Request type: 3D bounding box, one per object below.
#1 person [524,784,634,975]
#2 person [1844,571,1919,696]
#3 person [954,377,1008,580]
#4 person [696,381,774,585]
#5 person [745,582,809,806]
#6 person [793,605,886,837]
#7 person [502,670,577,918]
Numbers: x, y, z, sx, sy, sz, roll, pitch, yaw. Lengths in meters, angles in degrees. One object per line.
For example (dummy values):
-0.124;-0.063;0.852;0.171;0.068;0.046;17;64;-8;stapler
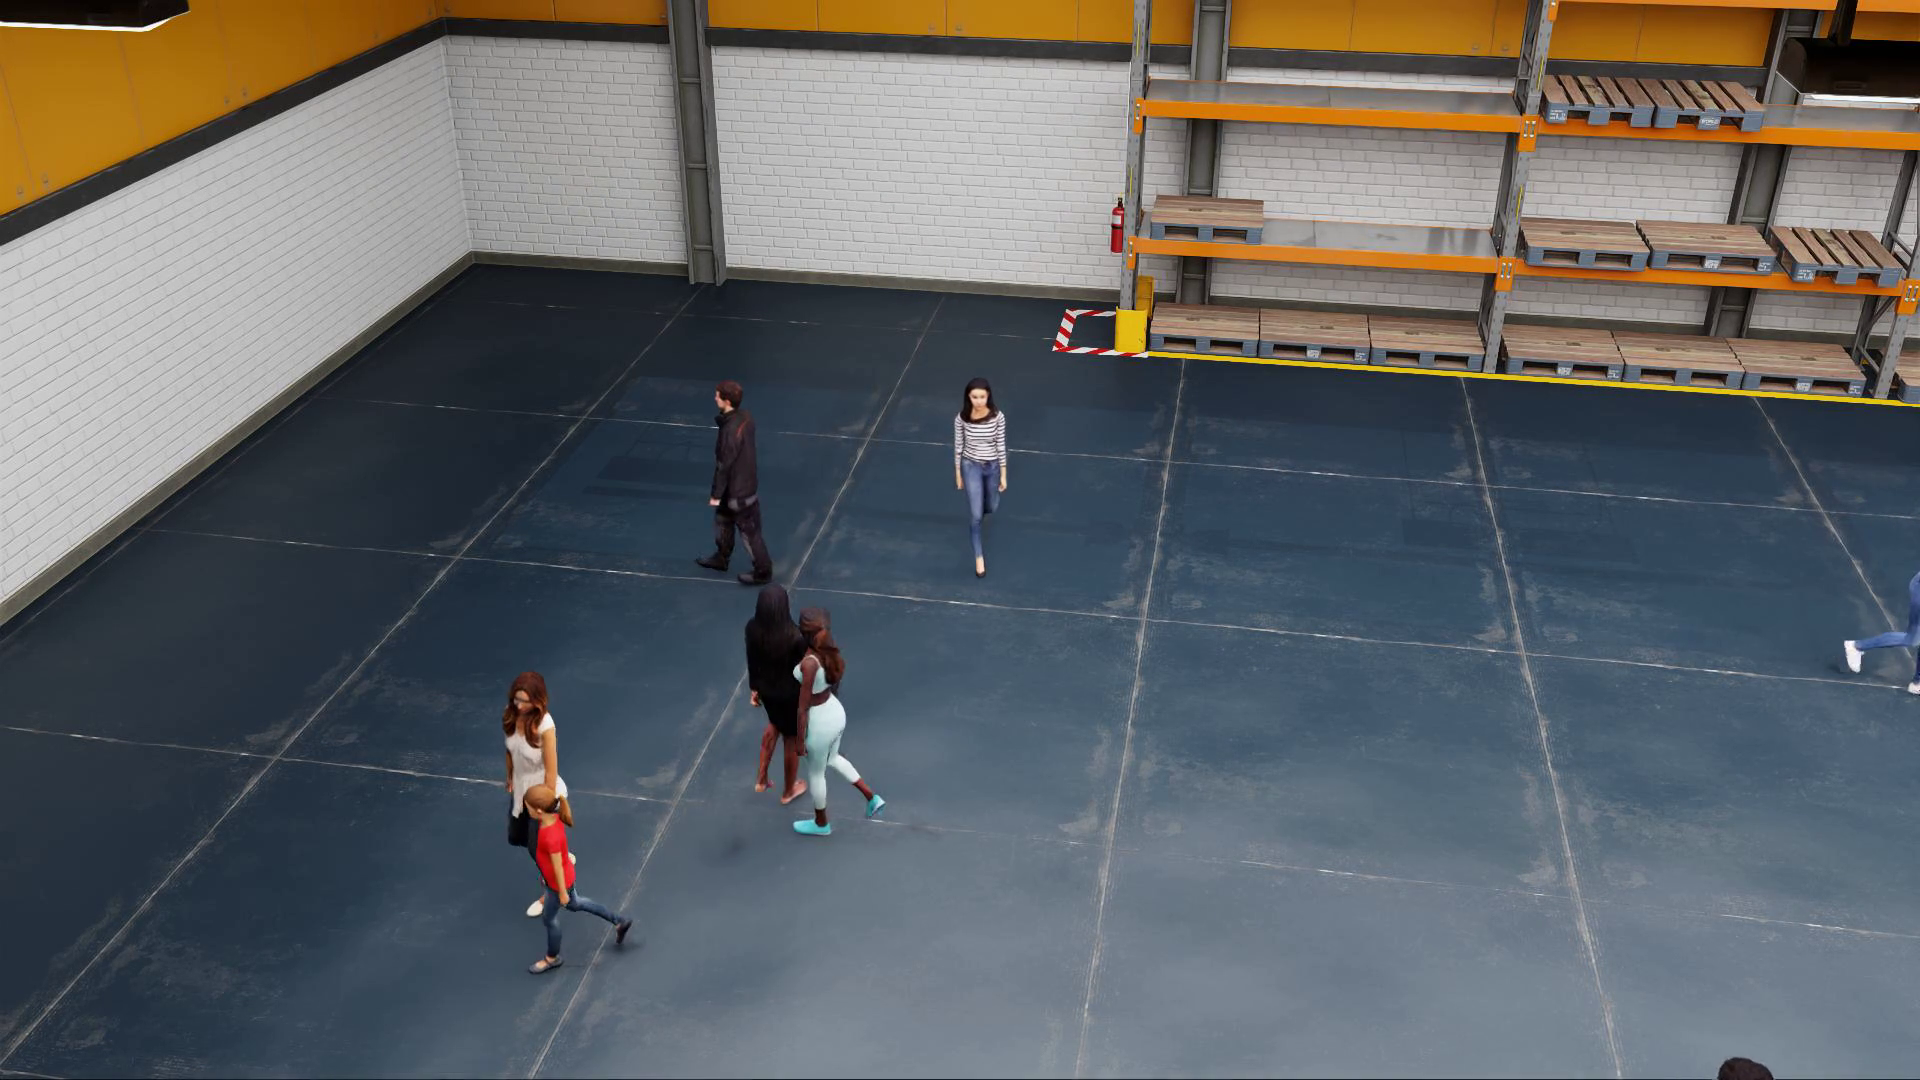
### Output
-2.291;1.990;9.829;0.928;1.282;0.720;-8;30;-14;person
7.123;0.367;12.362;0.969;1.706;1.074;-21;35;-34;person
0.175;-0.570;14.016;1.000;1.768;0.851;-4;29;-6;person
-1.737;-0.442;13.728;0.971;1.817;0.814;0;29;-1;person
-1.223;1.073;11.059;0.665;1.714;0.774;14;32;24;person
-0.809;1.219;10.798;0.894;1.708;0.674;8;30;14;person
-2.521;1.531;10.170;0.847;1.762;0.770;-24;37;-37;person
